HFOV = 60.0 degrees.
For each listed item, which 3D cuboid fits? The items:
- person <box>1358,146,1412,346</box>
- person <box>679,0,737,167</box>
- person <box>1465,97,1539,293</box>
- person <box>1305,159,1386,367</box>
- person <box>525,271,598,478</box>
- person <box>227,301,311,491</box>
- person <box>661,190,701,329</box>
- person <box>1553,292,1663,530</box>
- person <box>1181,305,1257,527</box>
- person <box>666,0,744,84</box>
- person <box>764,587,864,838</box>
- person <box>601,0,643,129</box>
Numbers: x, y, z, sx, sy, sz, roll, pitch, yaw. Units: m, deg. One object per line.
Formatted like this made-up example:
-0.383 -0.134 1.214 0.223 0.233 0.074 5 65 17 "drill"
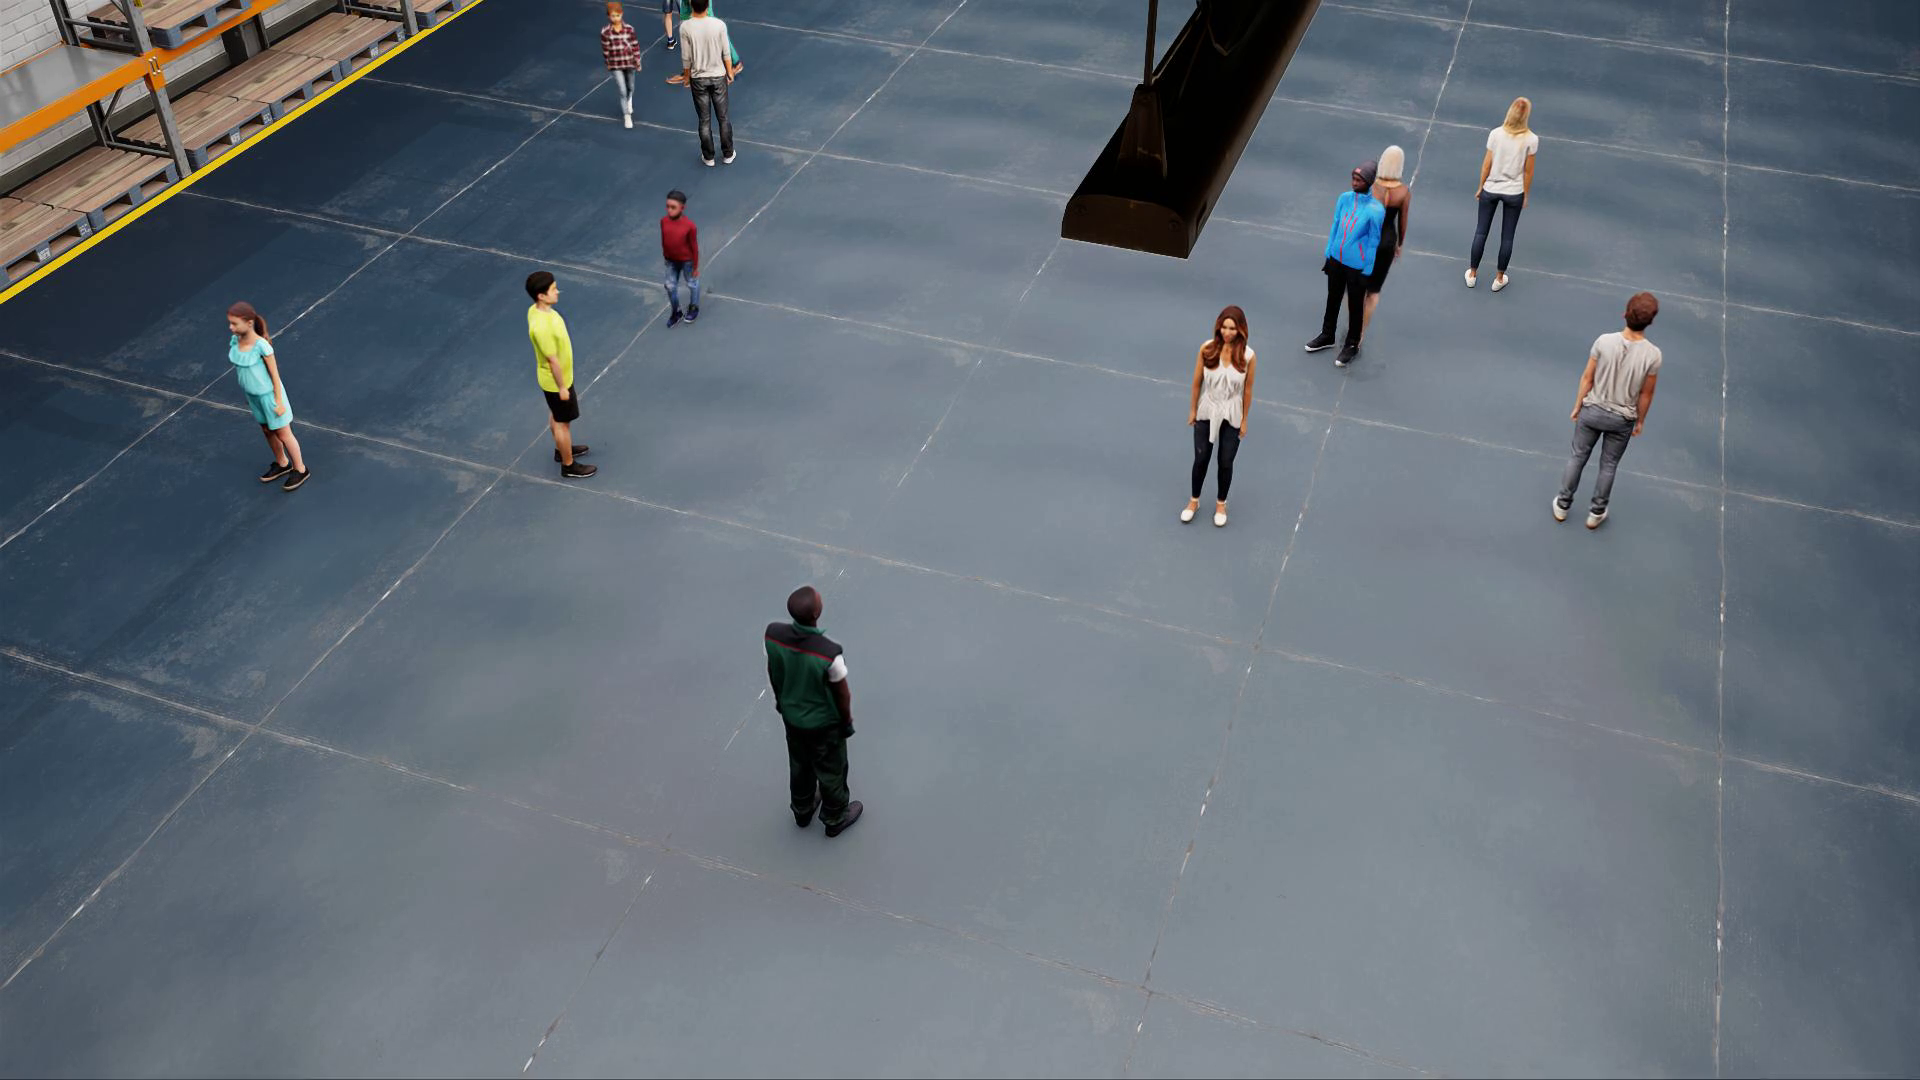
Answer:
3.483 -2.402 13.998 0.646 1.680 1.107 10 40 13 "person"
-2.524 -4.641 16.697 0.739 1.811 0.731 -5 39 -7 "person"
4.801 -3.055 14.713 0.604 1.808 0.499 14 41 17 "person"
3.251 -2.313 13.795 0.693 1.794 0.694 -30 47 -32 "person"
-3.058 -1.254 12.537 0.760 1.709 0.682 -13 40 -16 "person"
-5.207 -1.094 12.458 0.583 1.558 0.582 20 43 23 "person"
-2.394 -2.483 14.447 0.517 1.246 0.569 12 40 14 "person"
4.664 -0.915 11.964 0.658 1.895 0.563 16 41 19 "person"
1.880 -0.901 12.036 0.591 1.785 0.539 10 40 12 "person"
-2.803 -5.902 18.343 1.222 1.728 1.053 -26 45 -28 "person"
-0.850 0.997 9.615 0.705 1.839 0.631 17 42 21 "person"
-3.590 -5.101 17.688 0.843 1.292 0.964 -11 40 -14 "person"
